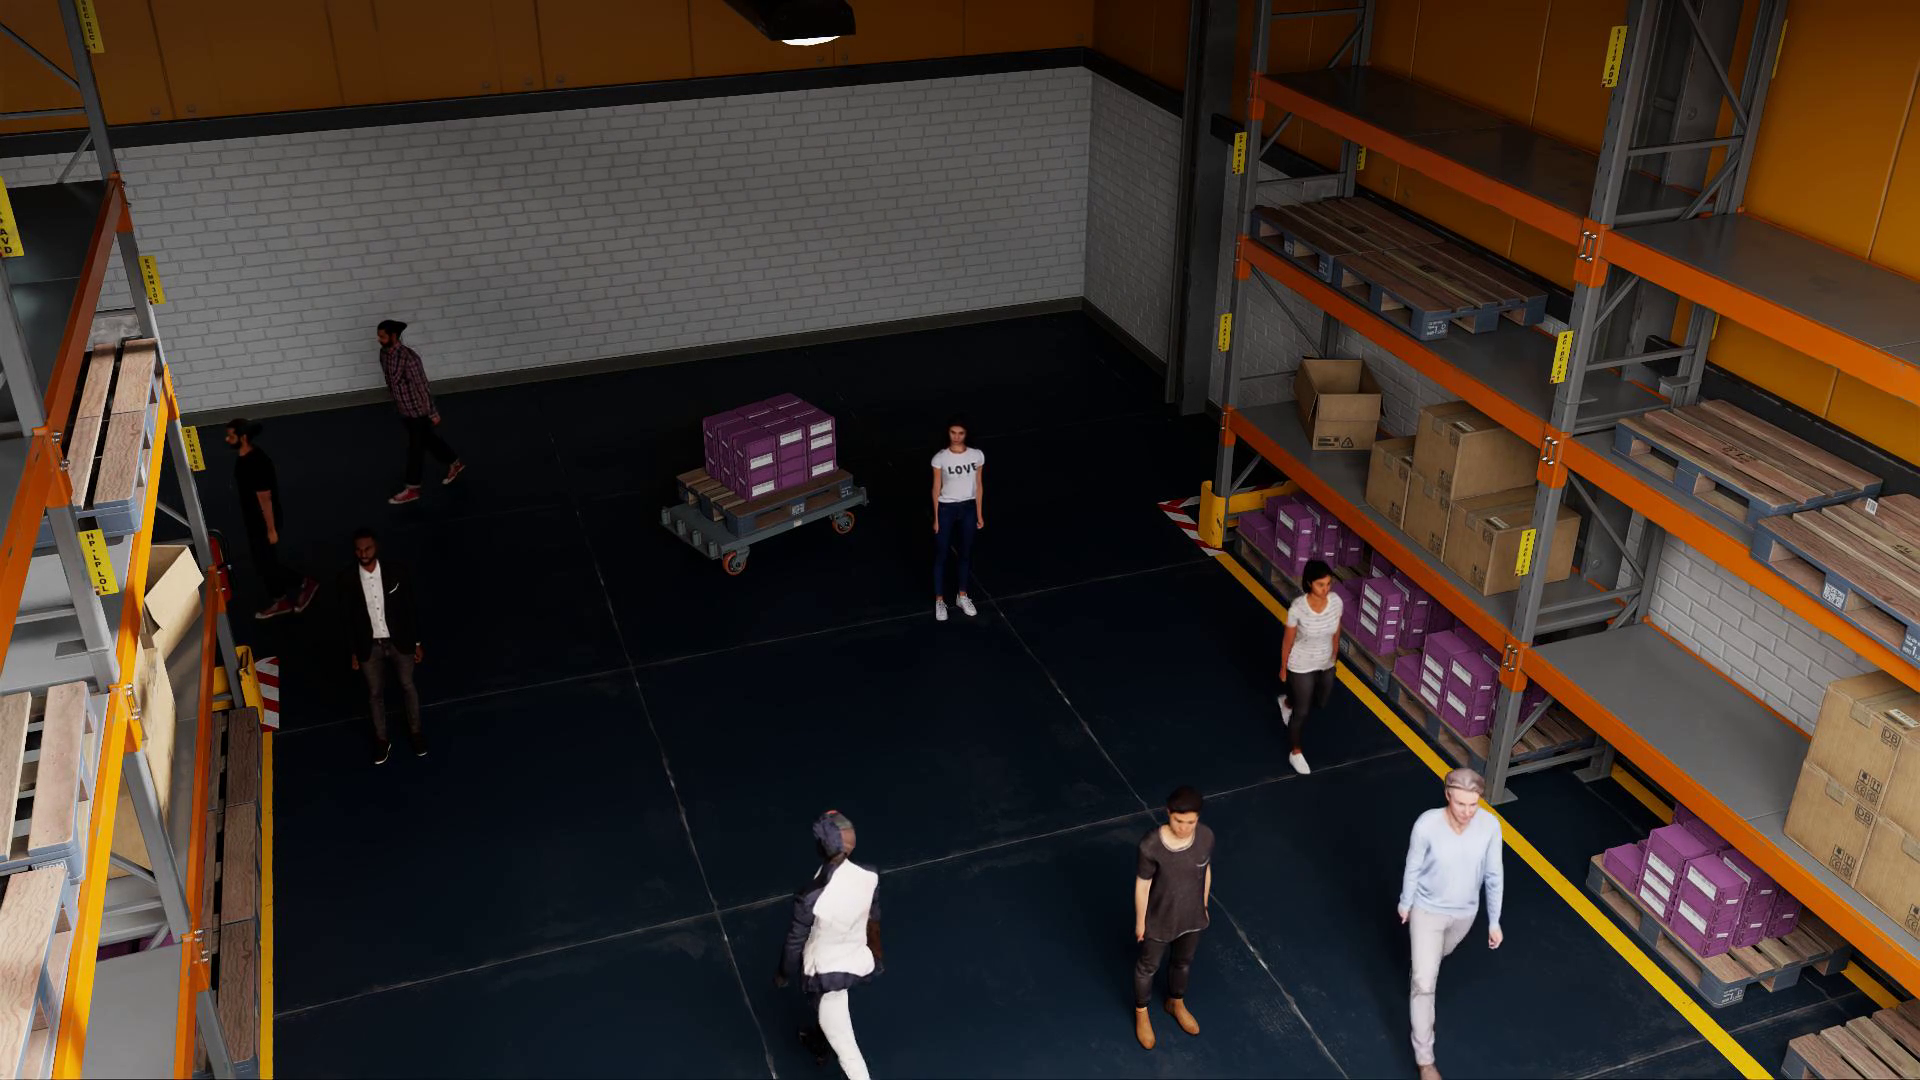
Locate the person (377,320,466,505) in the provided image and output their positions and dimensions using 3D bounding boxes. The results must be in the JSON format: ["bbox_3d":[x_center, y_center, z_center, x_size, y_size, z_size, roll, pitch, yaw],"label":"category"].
[{"bbox_3d":[-4.903,-1.223,15.197,1.173,1.722,1.098,22,36,35],"label":"person"}]

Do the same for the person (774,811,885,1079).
[{"bbox_3d":[-0.599,2.289,8.621,1.000,1.853,1.295,-23,36,-35],"label":"person"}]

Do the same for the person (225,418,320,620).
[{"bbox_3d":[-5.471,-0.171,13.242,0.813,1.747,0.777,-20,34,-32],"label":"person"}]

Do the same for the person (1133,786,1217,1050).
[{"bbox_3d":[1.175,2.042,9.220,0.610,1.712,0.537,-9,30,-16],"label":"person"}]

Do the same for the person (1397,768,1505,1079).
[{"bbox_3d":[2.650,1.990,9.182,0.880,1.839,1.276,-2,29,-4],"label":"person"}]

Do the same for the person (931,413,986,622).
[{"bbox_3d":[-0.036,-0.200,13.264,0.584,1.776,0.511,-9,30,-16],"label":"person"}]

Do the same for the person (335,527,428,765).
[{"bbox_3d":[-4.005,0.718,11.556,0.649,1.799,0.548,-9,30,-16],"label":"person"}]

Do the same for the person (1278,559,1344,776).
[{"bbox_3d":[2.389,0.817,11.549,0.578,1.632,0.849,-9,30,-16],"label":"person"}]
